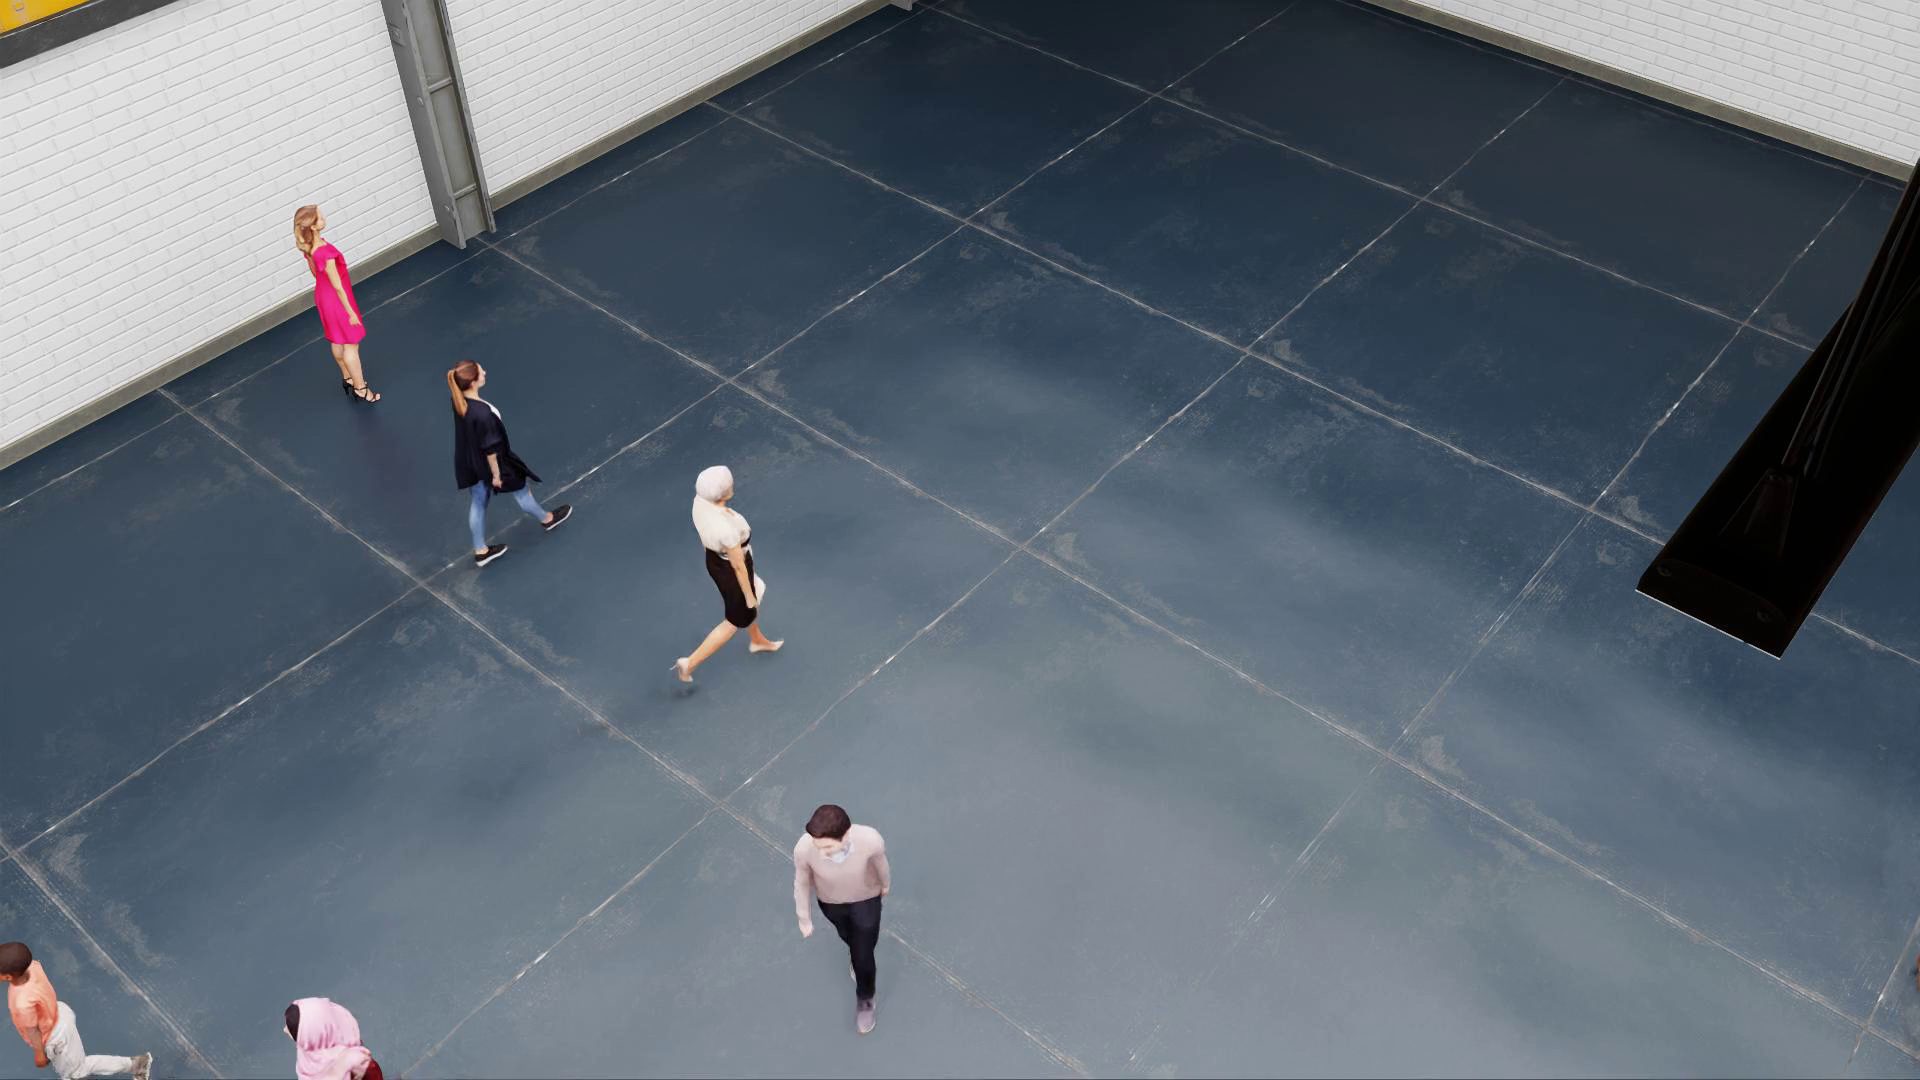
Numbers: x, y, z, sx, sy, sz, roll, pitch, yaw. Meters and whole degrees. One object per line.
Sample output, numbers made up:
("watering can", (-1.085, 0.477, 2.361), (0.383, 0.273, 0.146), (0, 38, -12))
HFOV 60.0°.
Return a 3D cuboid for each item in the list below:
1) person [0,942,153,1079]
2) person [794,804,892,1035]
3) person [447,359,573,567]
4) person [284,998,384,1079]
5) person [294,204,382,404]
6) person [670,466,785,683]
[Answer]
("person", (-4.572, 2.468, 8.468), (0.891, 1.299, 0.716), (-15, 46, -15))
("person", (-0.572, 1.839, 8.790), (0.913, 1.766, 0.995), (-4, 44, -5))
("person", (-3.302, -0.484, 11.309), (1.014, 1.654, 0.671), (-34, 53, -30))
("person", (-2.884, 2.638, 8.043), (0.850, 1.639, 0.817), (-11, 45, -11))
("person", (-4.751, -1.794, 12.630), (0.582, 1.728, 0.605), (-31, 52, -28))
("person", (-1.529, 0.260, 10.473), (1.123, 1.730, 0.844), (-23, 48, -22))
